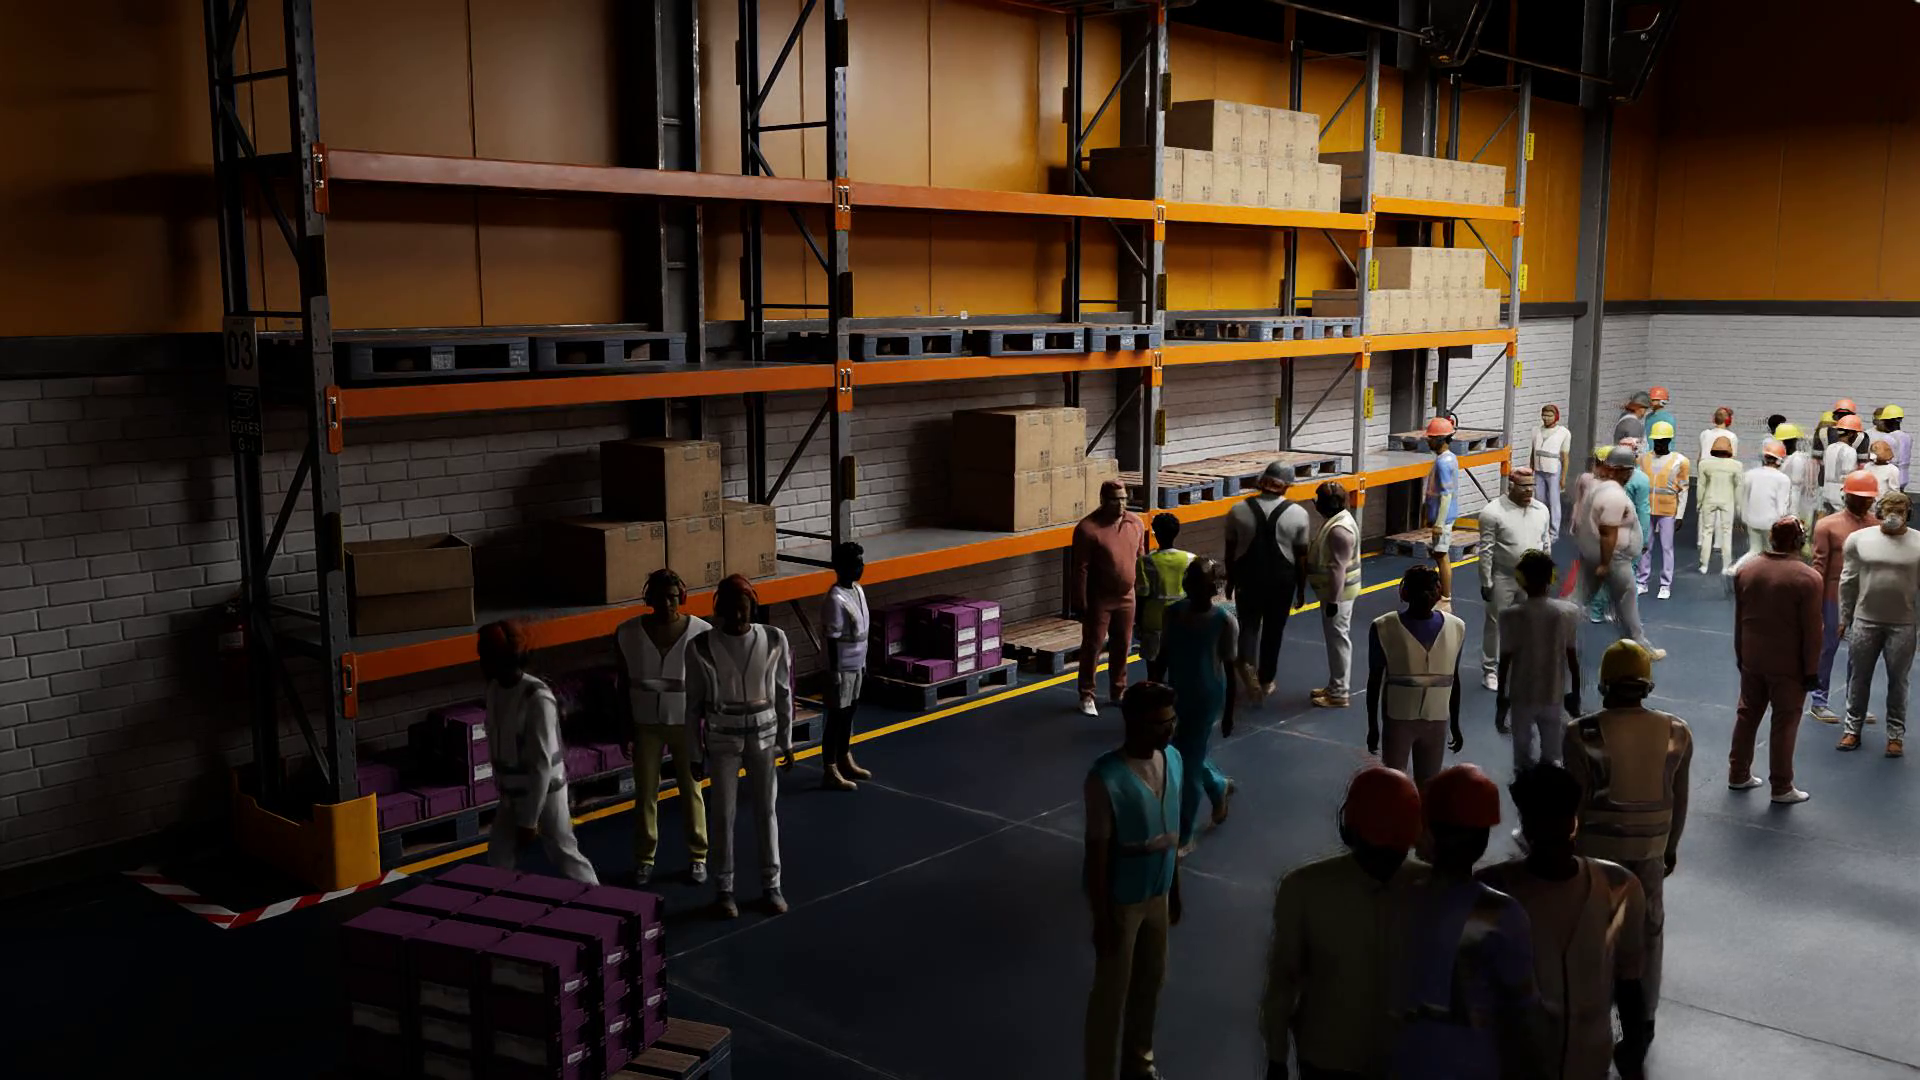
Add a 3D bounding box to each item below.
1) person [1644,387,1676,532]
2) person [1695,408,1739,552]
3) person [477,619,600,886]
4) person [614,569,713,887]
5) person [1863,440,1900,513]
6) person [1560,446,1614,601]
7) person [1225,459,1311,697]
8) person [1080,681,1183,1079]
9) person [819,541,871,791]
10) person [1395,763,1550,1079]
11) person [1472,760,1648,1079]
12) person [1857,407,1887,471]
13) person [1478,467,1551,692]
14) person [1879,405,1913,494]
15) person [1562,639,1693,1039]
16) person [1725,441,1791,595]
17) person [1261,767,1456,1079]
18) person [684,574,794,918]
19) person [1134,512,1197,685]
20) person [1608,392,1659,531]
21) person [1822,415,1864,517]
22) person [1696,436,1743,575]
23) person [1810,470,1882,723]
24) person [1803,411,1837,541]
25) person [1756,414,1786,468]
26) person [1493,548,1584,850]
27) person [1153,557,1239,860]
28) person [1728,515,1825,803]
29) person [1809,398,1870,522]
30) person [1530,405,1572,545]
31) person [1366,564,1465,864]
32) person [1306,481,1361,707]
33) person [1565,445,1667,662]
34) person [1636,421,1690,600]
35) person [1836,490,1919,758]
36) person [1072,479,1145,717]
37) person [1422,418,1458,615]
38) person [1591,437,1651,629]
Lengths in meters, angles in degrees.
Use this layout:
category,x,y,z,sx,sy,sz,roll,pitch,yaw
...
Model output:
category,x,y,z,sx,sy,sz,roll,pitch,yaw
person,9.562,-1.111,22.888,0.378,1.995,0.609,-2,9,-13
person,9.624,-0.744,21.130,0.476,1.843,0.593,-4,10,-22
person,-2.080,1.265,8.132,0.560,1.837,0.950,8,12,40
person,-1.663,1.056,9.453,0.561,1.836,0.390,-1,9,-7
person,10.454,-0.325,18.980,0.270,1.632,0.508,-3,9,-17
person,6.728,-0.136,17.483,0.918,1.704,0.558,-3,9,-16
person,2.502,0.304,13.618,0.697,2.000,0.778,3,9,17
person,0.696,1.464,6.803,0.392,1.837,0.564,8,12,41
person,-0.780,0.843,11.273,0.319,1.691,0.536,3,9,17
person,1.636,1.654,5.364,0.863,1.900,0.563,-7,11,-37
person,1.887,1.632,5.376,0.645,1.932,0.728,0,9,1
person,11.825,-0.802,21.457,0.516,1.828,0.395,3,9,18
person,4.645,0.330,13.916,0.644,1.900,0.399,-2,9,-12
person,11.494,-0.708,20.564,0.591,1.913,0.394,-6,11,-36
person,2.967,1.354,7.510,0.589,1.835,0.404,0,9,-1
person,8.610,-0.203,17.878,0.609,1.728,0.577,-4,10,-25
person,1.295,1.646,5.214,0.640,1.950,0.768,-1,9,-5
person,-1.190,1.106,8.982,0.584,1.878,0.368,-3,9,-19
person,1.562,0.634,12.605,0.532,1.694,0.319,-2,9,-15
person,9.034,-1.083,22.561,1.013,2.000,0.721,2,9,13
person,10.048,-0.464,18.955,0.388,1.926,0.549,0,9,1
person,8.899,-0.407,19.511,0.498,1.633,0.284,5,10,29
person,6.916,0.443,12.911,0.613,1.987,0.408,0,9,-1
person,11.407,-0.838,21.983,0.492,1.731,0.324,4,10,22
person,10.905,-0.850,22.227,0.628,1.658,0.640,6,10,32
person,3.449,0.978,9.886,0.546,1.845,0.564,0,9,2
person,1.455,0.973,10.030,0.528,1.818,0.767,7,11,40
person,5.437,0.777,11.046,0.398,1.900,0.643,-4,10,-24
person,10.595,-0.692,20.085,0.613,2.033,0.411,5,10,29
person,7.720,-0.860,21.789,0.396,1.836,0.561,-6,11,-34
person,2.585,1.041,9.486,0.570,1.844,0.379,-1,9,-9
person,3.018,0.434,13.475,0.433,1.836,0.618,1,9,7
person,5.828,0.090,14.998,1.049,2.000,0.689,0,9,0
person,7.567,-0.323,18.028,0.587,1.927,0.367,8,12,43
person,6.693,0.599,12.050,0.648,1.937,0.387,6,11,33
person,1.186,0.454,13.151,0.660,1.894,0.411,-5,10,-30
person,4.912,-0.237,17.102,0.392,2.041,0.615,3,9,18
person,6.574,-0.072,16.511,0.399,1.899,0.646,-5,10,-27
